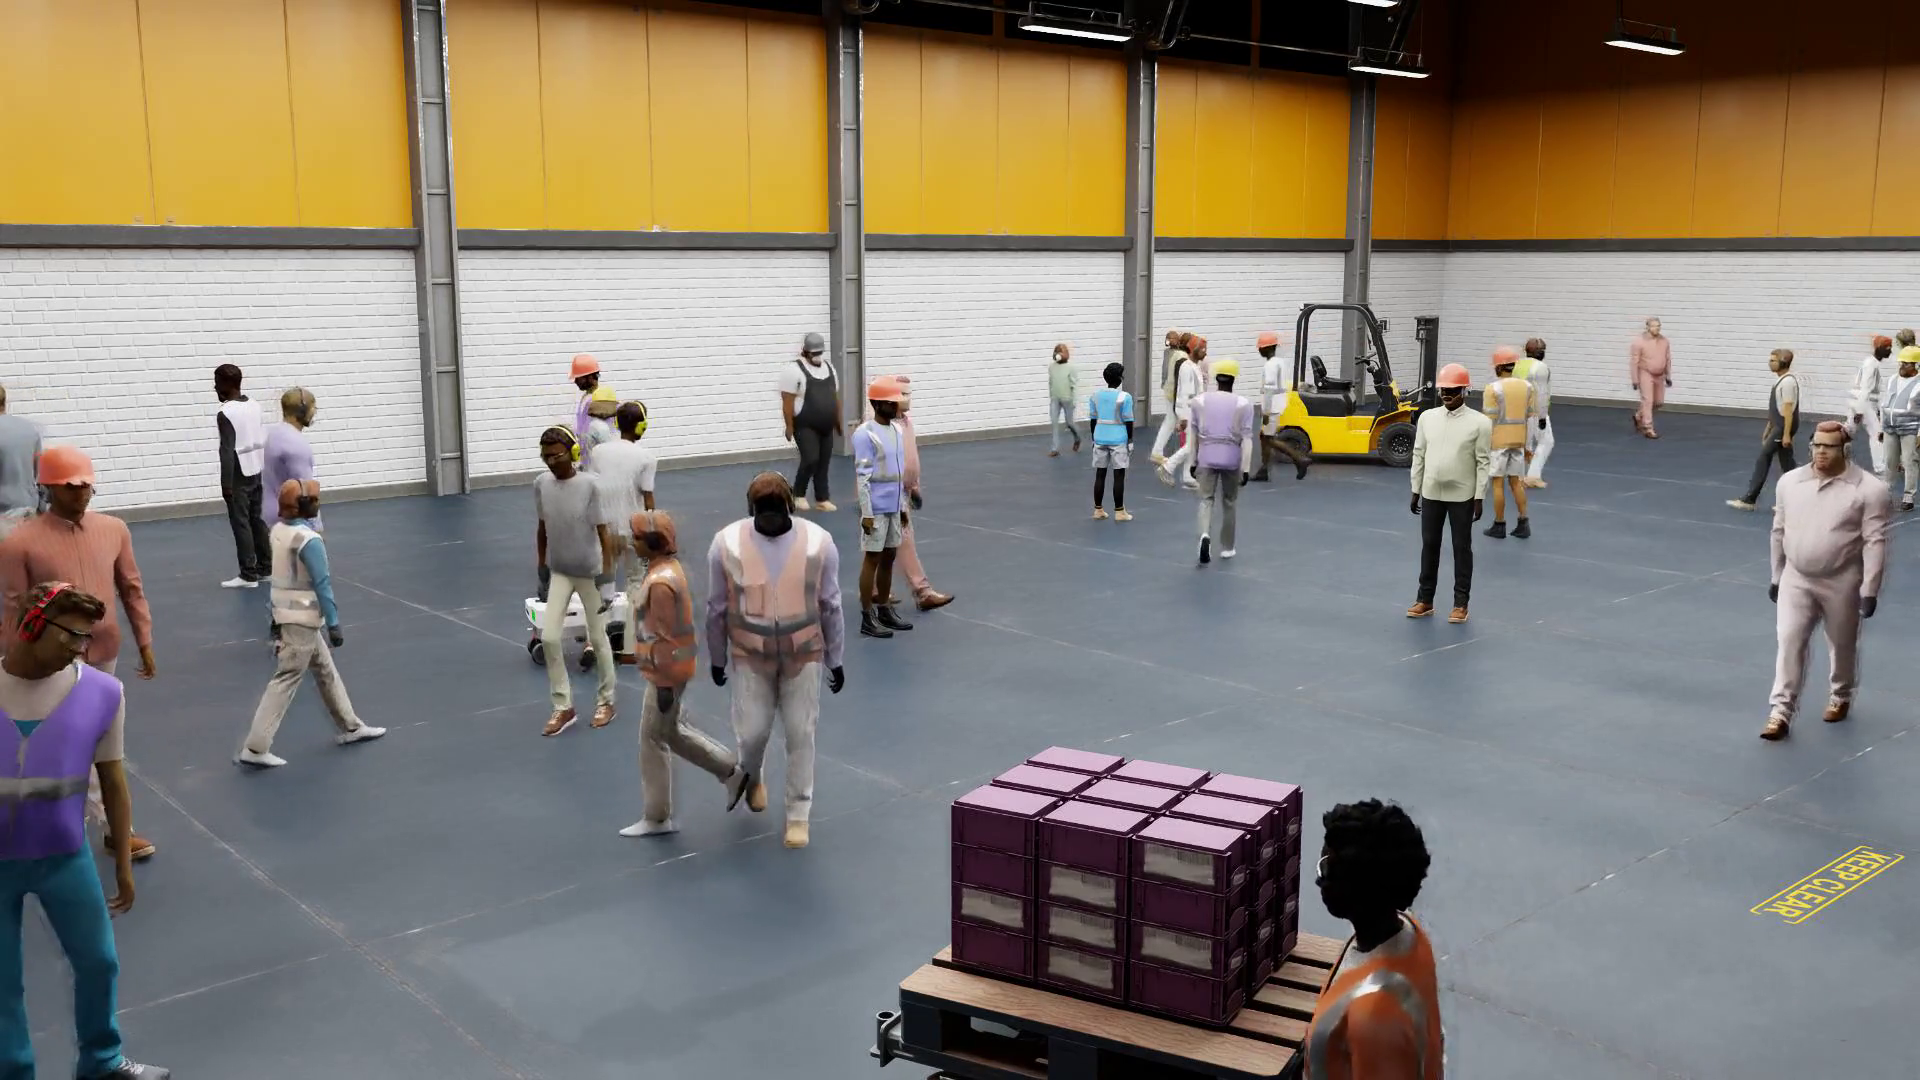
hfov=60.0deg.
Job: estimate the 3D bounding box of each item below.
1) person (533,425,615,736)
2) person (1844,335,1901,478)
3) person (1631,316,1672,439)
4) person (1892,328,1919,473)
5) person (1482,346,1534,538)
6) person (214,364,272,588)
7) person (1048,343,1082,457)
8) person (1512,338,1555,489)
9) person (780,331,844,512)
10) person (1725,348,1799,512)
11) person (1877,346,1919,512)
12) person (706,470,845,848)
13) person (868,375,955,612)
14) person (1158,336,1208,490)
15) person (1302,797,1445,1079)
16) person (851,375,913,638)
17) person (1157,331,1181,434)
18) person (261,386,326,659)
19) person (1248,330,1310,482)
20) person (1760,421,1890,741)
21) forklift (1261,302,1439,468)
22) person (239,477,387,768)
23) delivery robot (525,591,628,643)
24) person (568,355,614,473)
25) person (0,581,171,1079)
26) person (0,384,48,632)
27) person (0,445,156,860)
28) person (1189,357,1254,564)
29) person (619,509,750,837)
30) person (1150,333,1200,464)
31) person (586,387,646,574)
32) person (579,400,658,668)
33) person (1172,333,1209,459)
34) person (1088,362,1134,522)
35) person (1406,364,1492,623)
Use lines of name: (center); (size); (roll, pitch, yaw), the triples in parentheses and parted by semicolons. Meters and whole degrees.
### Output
person: (-2.269, 0.237, 9.793); (0.600, 1.837, 0.676); (2, 10, 13)
person: (11.552, -1.694, 21.213); (0.885, 1.822, 0.608); (5, 11, 28)
person: (10.734, -2.543, 25.905); (0.652, 1.888, 0.725); (-3, 10, -16)
person: (12.285, -1.761, 21.328); (0.711, 1.890, 0.811); (-3, 10, -15)
person: (5.442, -0.959, 16.593); (0.590, 1.919, 0.445); (-3, 10, -18)
person: (-6.106, -0.545, 14.174); (0.385, 1.910, 0.594); (1, 10, 5)
person: (1.487, -1.990, 23.524); (0.497, 1.611, 0.702); (6, 12, 33)
person: (6.917, -1.513, 20.050); (0.520, 1.829, 0.653); (-3, 10, -19)
person: (-1.584, -1.292, 18.149); (0.727, 2.000, 0.541); (-9, 13, -43)
person: (8.865, -1.193, 18.242); (0.878, 1.806, 0.530); (4, 11, 24)
person: (10.413, -1.227, 18.375); (0.404, 1.834, 0.589); (-4, 11, -24)
person: (-0.890, 0.548, 8.023); (0.654, 1.822, 0.547); (-1, 10, -8)
person: (-0.415, -0.368, 13.249); (0.878, 1.868, 0.675); (3, 10, 17)
person: (2.723, -1.515, 20.008); (0.478, 1.852, 0.609); (3, 10, 18)
person: (0.968, 1.371, 3.612); (0.670, 1.677, 0.537); (4, 10, 21)
person: (-0.559, -0.253, 12.369); (0.356, 1.938, 0.543); (6, 11, 30)
person: (3.371, -2.503, 26.425); (0.285, 1.634, 0.499); (-5, 11, -29)
person: (-4.665, -0.118, 11.652); (0.464, 1.913, 0.639); (-5, 11, -29)
person: (3.936, -1.634, 20.558); (0.749, 1.909, 0.561); (3, 10, 18)
person: (5.109, 0.222, 9.841); (0.659, 1.860, 0.980); (9, 13, 43)
forklift: (5.320, -2.157, 22.763); (2.313, 2.155, 1.214); (3, 10, 16)
person: (-3.676, 0.447, 9.285); (0.873, 1.594, 0.539); (-9, 13, -42)
delivery robot: (-2.677, 0.510, 11.667); (0.707, 0.478, 0.477); (-4, 10, -20)
person: (-3.346, -0.722, 15.149); (0.384, 1.927, 0.543); (-6, 12, -33)
person: (-2.963, 1.025, 5.300); (0.672, 1.805, 0.386); (-6, 11, -32)
person: (-7.059, -0.214, 12.195); (0.730, 1.910, 0.650); (1, 10, 7)
person: (-4.238, 0.499, 7.971); (1.059, 1.944, 0.632); (6, 11, 32)
person: (2.385, -0.730, 15.280); (0.594, 1.901, 0.774); (3, 10, 15)
person: (-1.357, 0.642, 8.065); (0.566, 1.619, 0.539); (-1, 10, -7)
person: (3.025, -1.910, 22.527); (0.927, 1.787, 0.616); (0, 10, -1)
person: (-3.052, -0.478, 14.435); (0.905, 1.677, 0.512); (-2, 10, -13)
person: (-2.342, -0.018, 11.303); (0.553, 1.837, 0.627); (3, 10, 14)
person: (3.205, -2.000, 23.123); (0.524, 1.760, 0.328); (9, 13, 43)
person: (1.615, -1.035, 17.652); (0.542, 1.695, 0.316); (7, 12, 37)
person: (3.768, -0.362, 12.839); (0.612, 1.995, 0.377); (7, 12, 36)
